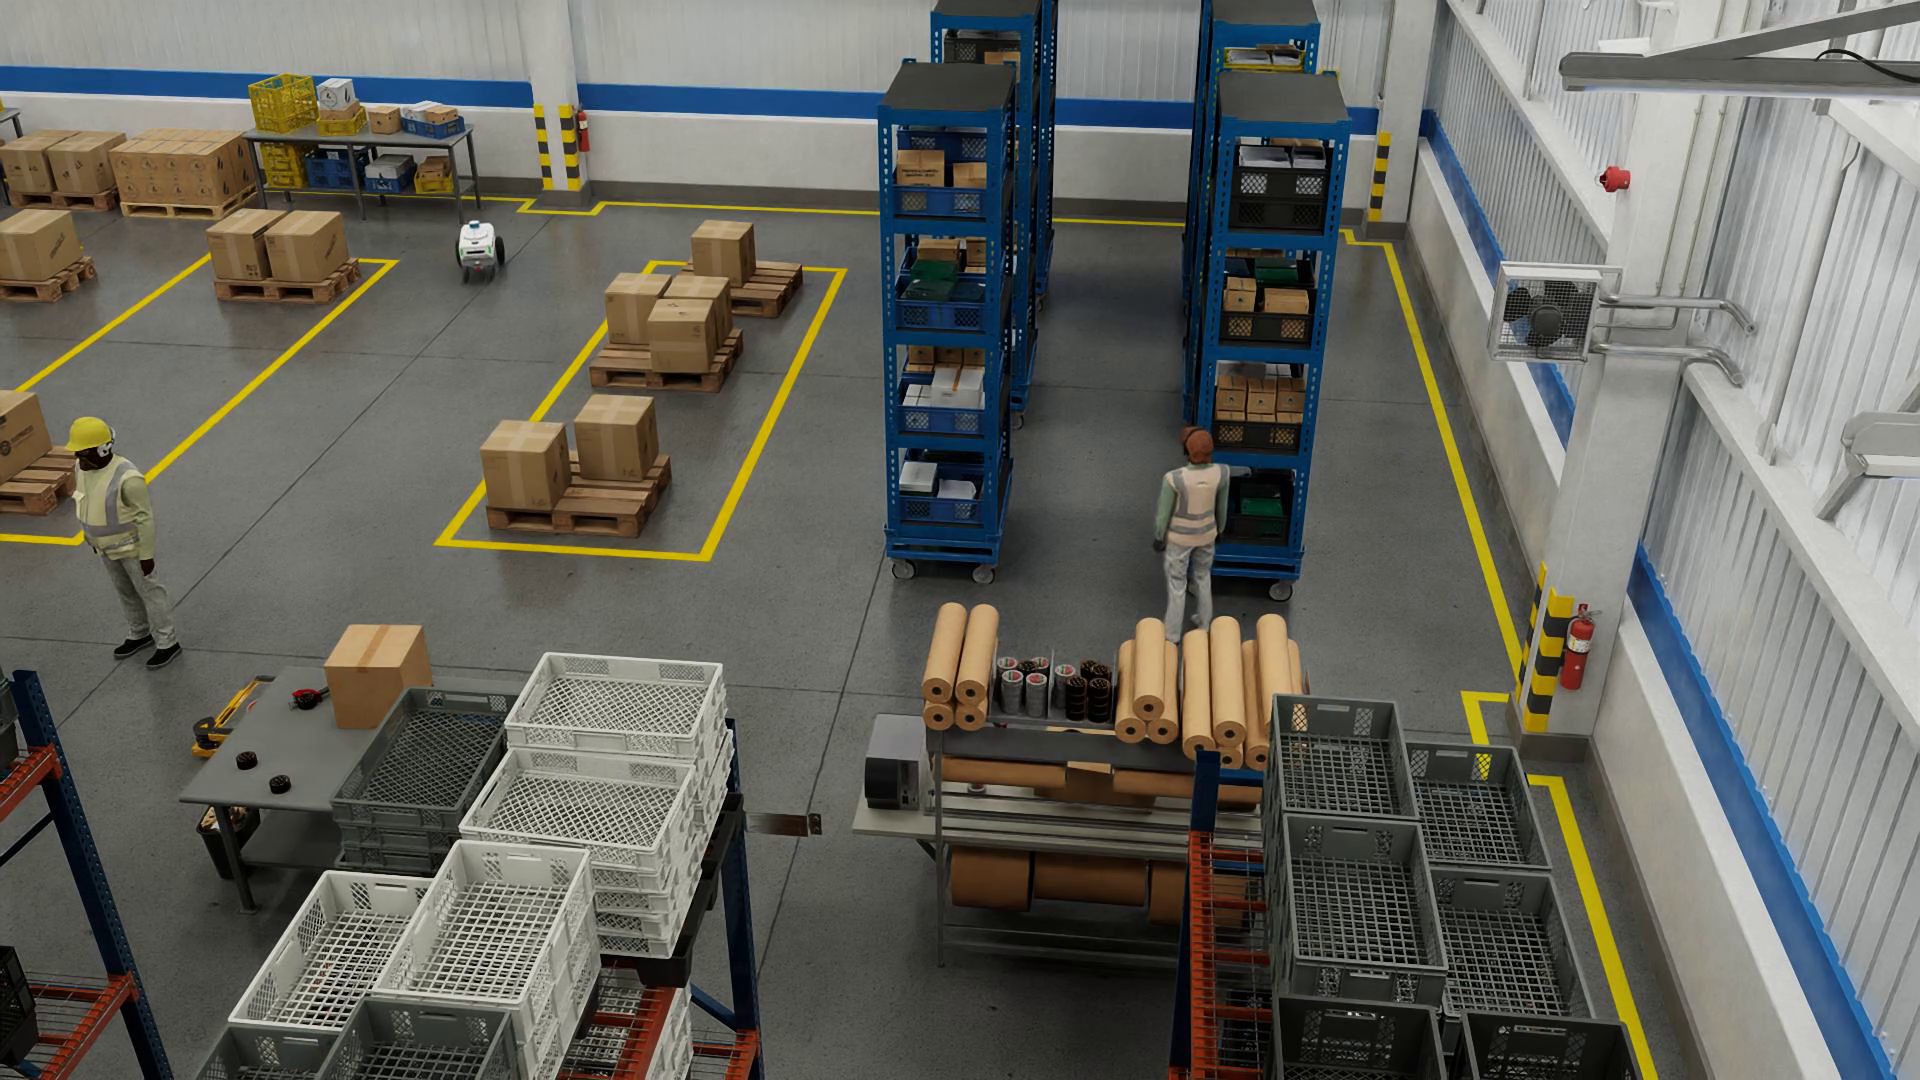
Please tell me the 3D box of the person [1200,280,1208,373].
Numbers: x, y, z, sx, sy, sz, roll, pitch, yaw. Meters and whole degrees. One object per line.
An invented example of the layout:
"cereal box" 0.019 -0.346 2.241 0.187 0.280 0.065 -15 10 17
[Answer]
"person" 2.083 -1.159 12.996 0.499 1.947 0.764 5 31 9

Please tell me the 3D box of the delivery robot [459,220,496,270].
"delivery robot" -5.137 -3.153 17.692 0.477 0.478 0.707 -6 31 -10

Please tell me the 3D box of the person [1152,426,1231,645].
"person" 1.571 -0.026 11.349 0.522 1.634 0.333 -10 32 -17

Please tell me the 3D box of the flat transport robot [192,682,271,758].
"flat transport robot" -4.089 1.163 10.648 1.431 0.197 0.652 3 30 6

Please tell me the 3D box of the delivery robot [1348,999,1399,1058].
"delivery robot" 2.001 2.408 8.141 0.707 0.478 0.477 -8 31 -13

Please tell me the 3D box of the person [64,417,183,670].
"person" -5.598 0.011 11.085 0.590 1.833 0.404 14 33 23
